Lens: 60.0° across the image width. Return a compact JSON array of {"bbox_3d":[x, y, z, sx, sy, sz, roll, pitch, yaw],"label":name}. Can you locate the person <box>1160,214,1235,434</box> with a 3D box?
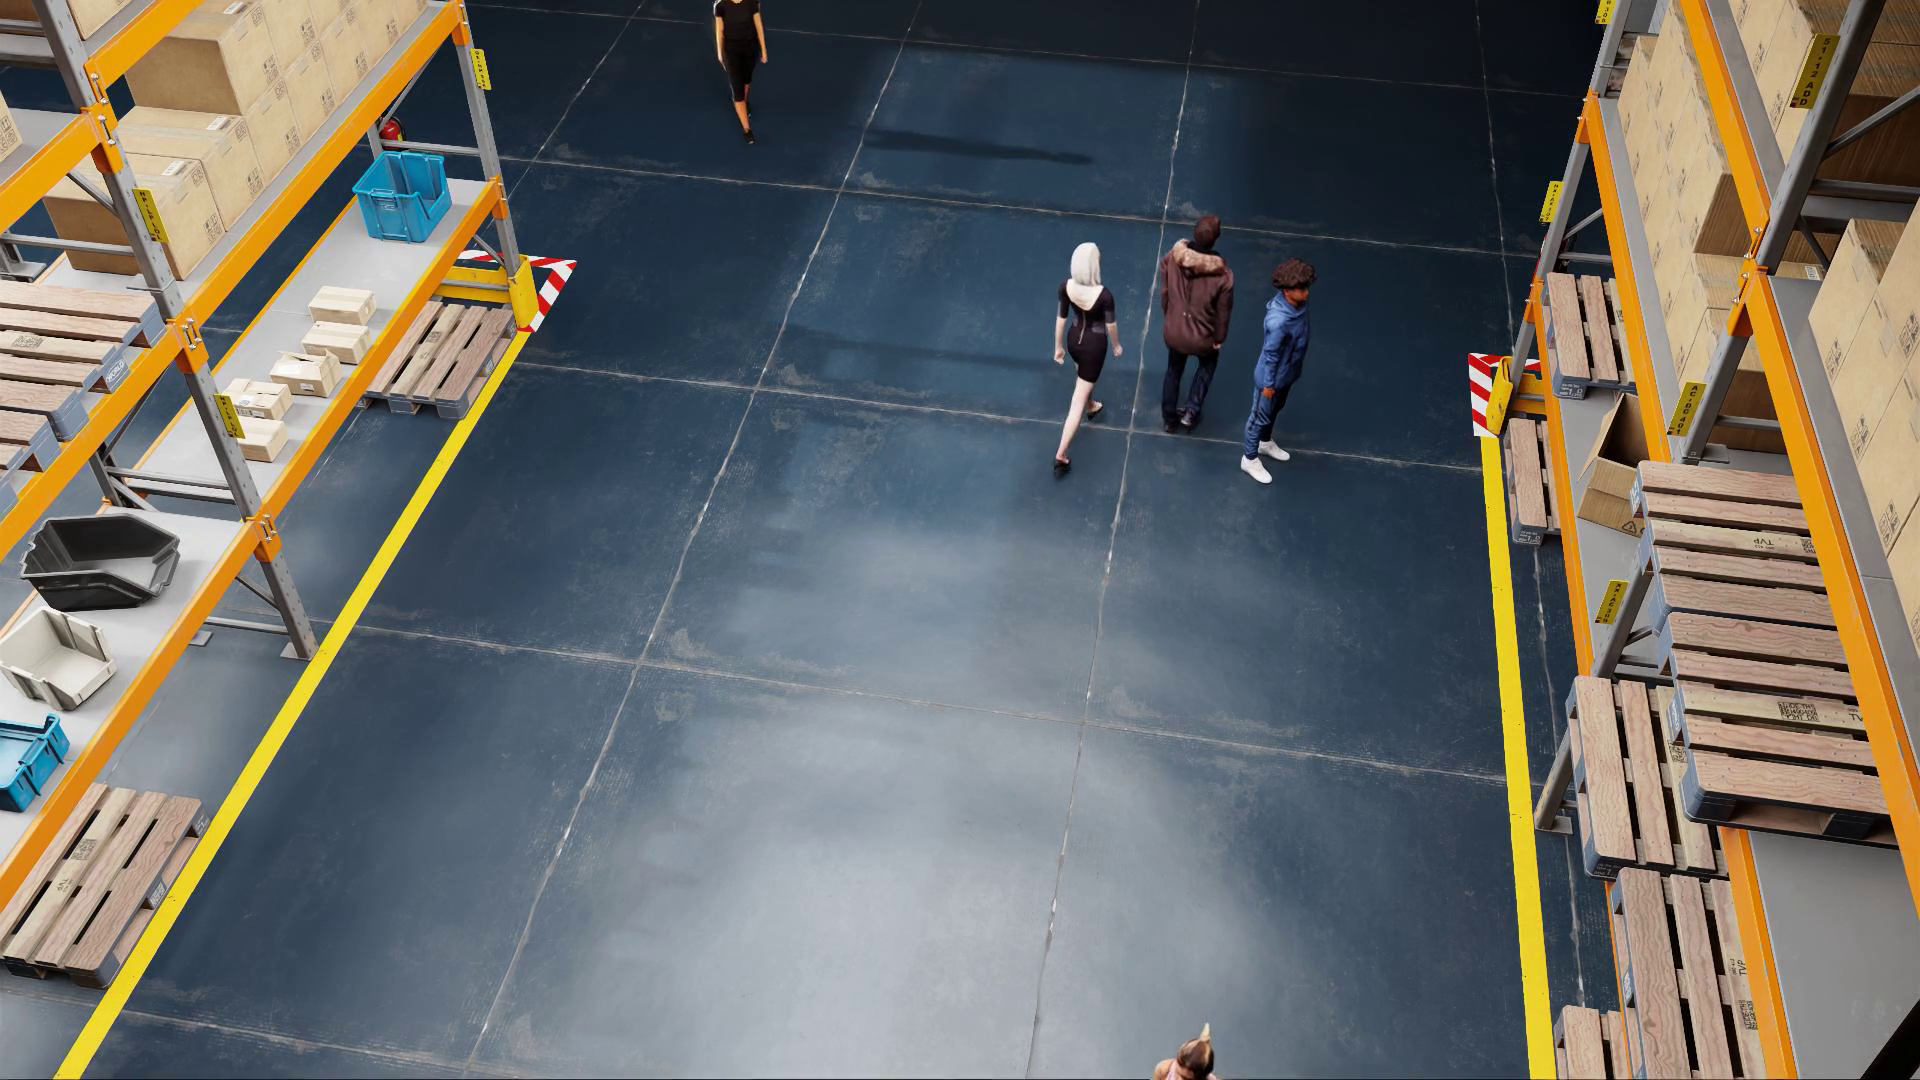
[{"bbox_3d":[1.685,-1.526,12.304,0.837,1.829,0.781,20,47,20],"label":"person"}]

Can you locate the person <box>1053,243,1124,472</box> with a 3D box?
[{"bbox_3d":[0.878,-1.298,12.099,0.907,1.781,1.238,24,48,23],"label":"person"}]

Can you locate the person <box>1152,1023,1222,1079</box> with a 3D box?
[{"bbox_3d":[1.124,2.774,7.932,0.779,1.634,0.875,28,50,26],"label":"person"}]

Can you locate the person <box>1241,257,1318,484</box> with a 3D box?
[{"bbox_3d":[2.306,-1.251,12.029,0.811,1.810,0.662,26,49,24],"label":"person"}]

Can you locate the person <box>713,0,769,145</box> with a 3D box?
[{"bbox_3d":[-2.100,-4.677,15.762,0.954,1.621,1.178,-14,45,-14],"label":"person"}]
